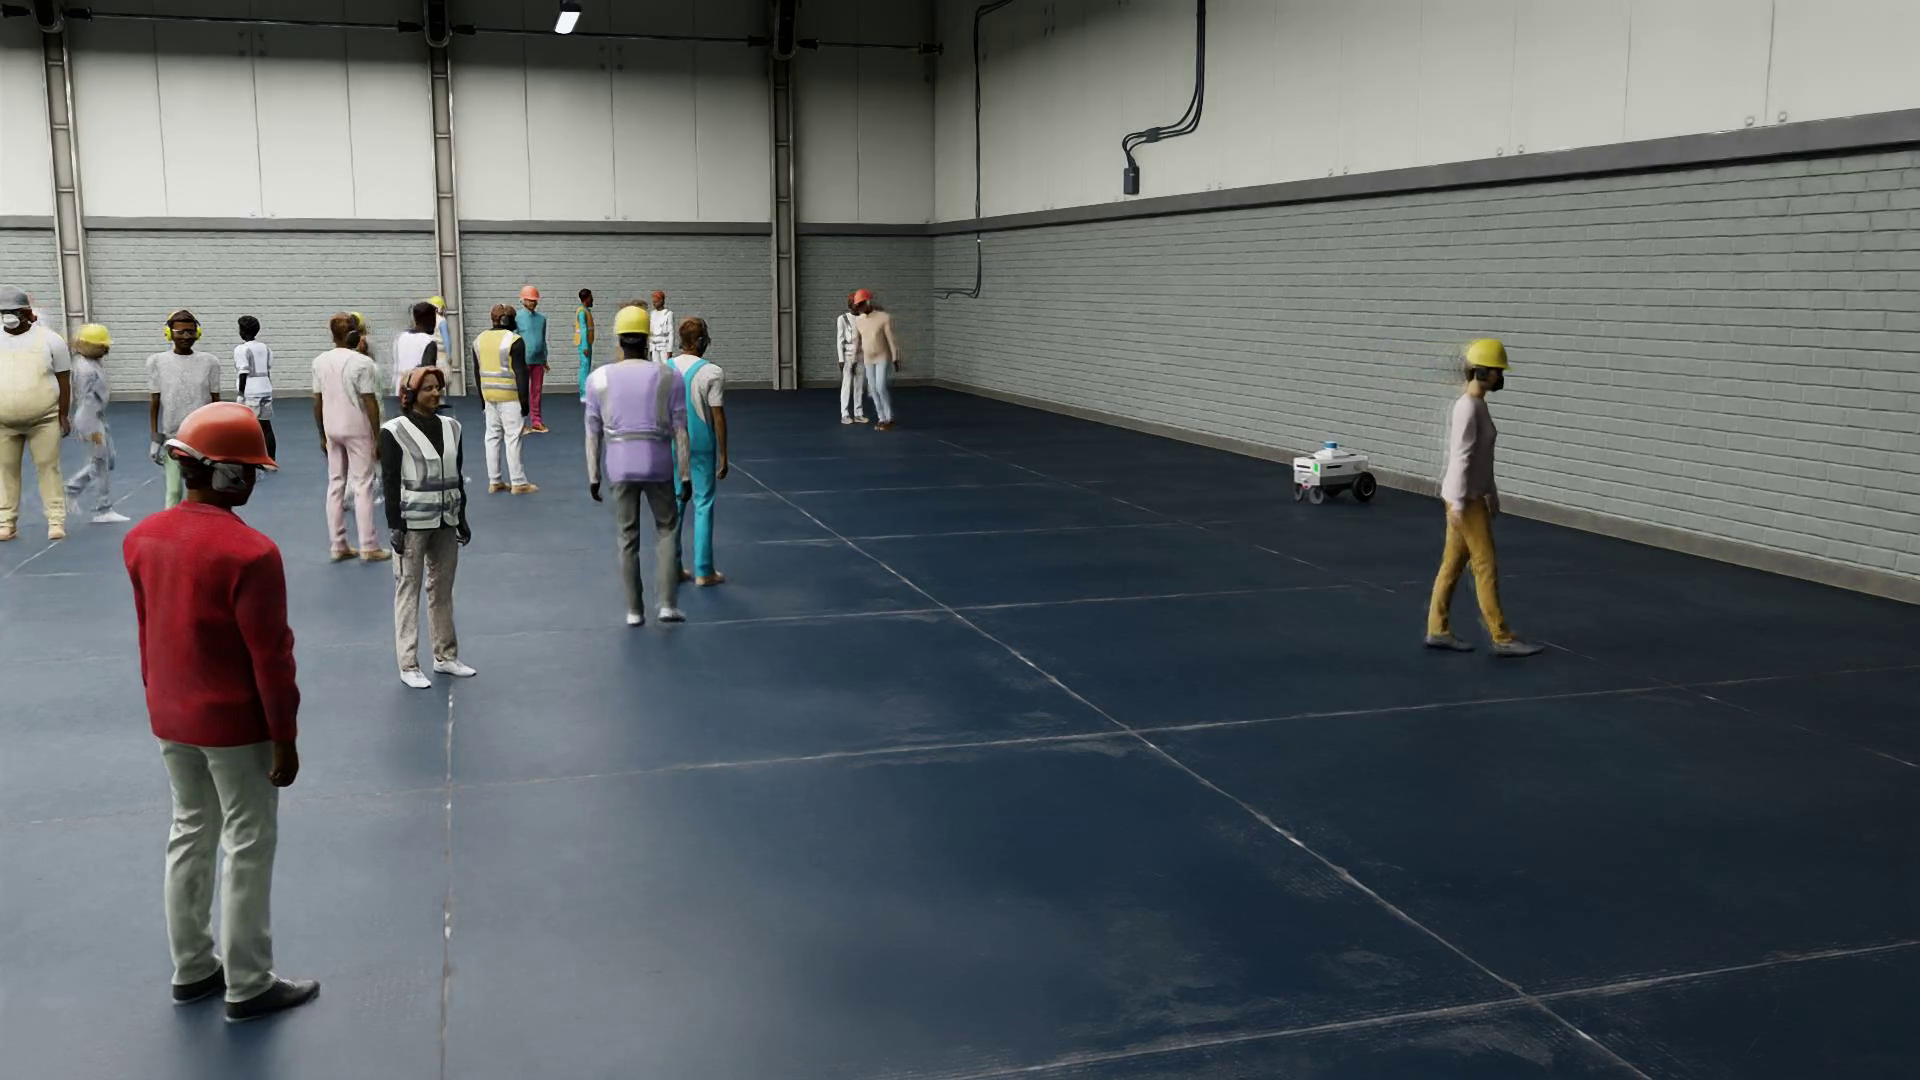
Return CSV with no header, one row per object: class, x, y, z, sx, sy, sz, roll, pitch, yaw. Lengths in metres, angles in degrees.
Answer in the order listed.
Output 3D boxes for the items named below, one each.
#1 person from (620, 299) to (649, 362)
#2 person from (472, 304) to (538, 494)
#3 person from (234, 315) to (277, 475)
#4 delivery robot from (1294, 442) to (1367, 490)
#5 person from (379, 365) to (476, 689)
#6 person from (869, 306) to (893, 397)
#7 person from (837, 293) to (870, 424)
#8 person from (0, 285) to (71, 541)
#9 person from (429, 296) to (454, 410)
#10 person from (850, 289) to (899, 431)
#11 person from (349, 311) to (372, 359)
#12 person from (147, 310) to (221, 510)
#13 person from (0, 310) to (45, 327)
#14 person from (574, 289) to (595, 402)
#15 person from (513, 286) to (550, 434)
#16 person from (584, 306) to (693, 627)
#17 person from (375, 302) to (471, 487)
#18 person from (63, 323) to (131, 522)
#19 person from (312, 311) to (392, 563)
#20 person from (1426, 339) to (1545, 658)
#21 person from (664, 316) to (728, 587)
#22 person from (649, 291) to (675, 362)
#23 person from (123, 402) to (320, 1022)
person,-3.952,-2.029,20.408,0.550,1.835,0.569,2,9,15
person,-4.415,-1.364,16.154,0.624,1.841,0.430,5,10,30
person,-7.535,-1.543,17.746,0.317,1.695,0.540,2,9,12
delivery robot,3.464,-0.676,15.546,0.707,0.478,0.477,-6,11,-32
person,-2.739,-0.074,8.545,0.309,1.645,0.514,5,10,29
person,-1.439,-3.340,29.523,0.508,1.598,0.695,7,11,38
person,-1.516,-2.619,24.010,0.583,1.882,0.337,-8,12,-41
person,-7.448,-1.005,13.218,0.684,2.000,0.535,-3,9,-17
person,-8.283,-2.944,26.298,0.611,1.815,0.491,8,12,40
person,-1.177,-2.466,22.841,0.649,1.943,0.580,5,10,29
person,-6.899,-1.722,18.811,0.506,1.711,0.511,2,9,14
person,-5.619,-0.739,12.108,0.516,1.860,0.322,-4,10,-26
person,-14.311,-2.848,25.546,0.782,1.874,0.398,-6,11,-33
person,-6.362,-3.301,28.254,0.383,1.918,0.597,-2,9,-10
person,-5.787,-2.424,22.423,0.395,1.990,0.622,6,11,35
person,-1.903,-0.420,9.873,0.632,1.918,0.438,-1,9,-4
person,-5.368,-1.417,16.435,0.600,1.868,1.025,6,11,35
person,-7.398,-0.983,14.108,0.499,1.720,0.506,-3,9,-17
person,-4.479,-0.749,12.210,0.516,1.843,0.326,2,9,14
person,2.922,-0.222,9.128,0.696,1.741,0.552,3,9,20
person,-1.806,-0.590,11.239,0.517,1.836,0.348,3,9,17
person,-4.923,-3.144,27.357,0.572,1.886,0.356,8,12,40
person,-2.060,0.483,4.692,0.573,1.739,0.351,4,10,26
